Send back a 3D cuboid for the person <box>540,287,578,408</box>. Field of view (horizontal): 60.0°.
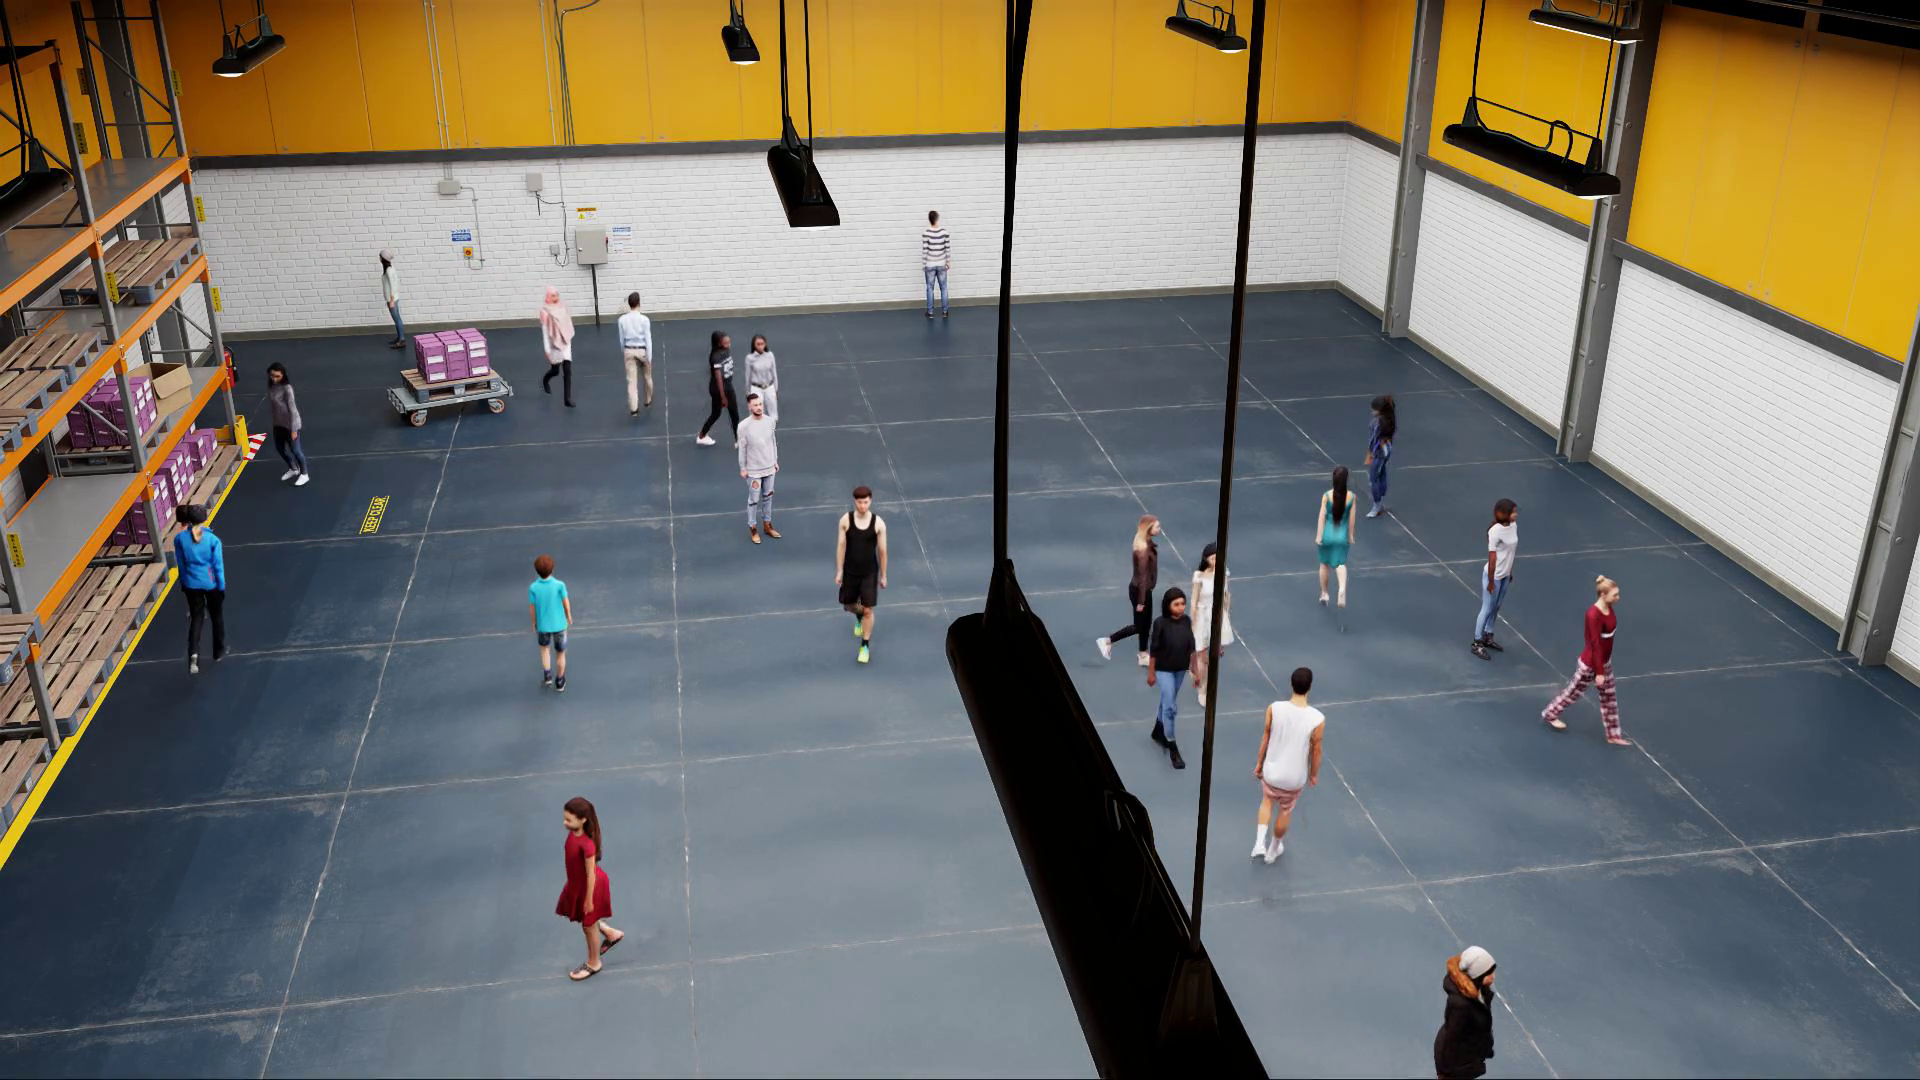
[{"bbox_3d":[-5.987,-2.870,24.611,1.130,1.783,0.990,21,31,40],"label":"person"}]

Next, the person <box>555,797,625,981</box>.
[{"bbox_3d":[-2.744,2.565,12.475,0.763,1.546,0.756,-14,27,-29],"label":"person"}]

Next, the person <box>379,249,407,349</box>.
[{"bbox_3d":[-9.328,-3.986,27.337,0.646,1.644,0.462,-7,24,-15],"label":"person"}]

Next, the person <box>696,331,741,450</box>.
[{"bbox_3d":[-3.333,-2.038,22.821,1.056,1.693,1.074,7,25,17],"label":"person"}]

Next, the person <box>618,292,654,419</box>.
[{"bbox_3d":[-4.701,-2.632,24.040,0.719,1.805,1.251,-1,24,-2],"label":"person"}]

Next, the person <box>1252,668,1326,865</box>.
[{"bbox_3d":[2.652,1.937,13.654,0.876,1.751,0.938,8,25,17],"label":"person"}]

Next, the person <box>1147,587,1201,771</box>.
[{"bbox_3d":[1.914,1.194,15.453,0.738,1.673,0.996,-11,26,-24],"label":"person"}]

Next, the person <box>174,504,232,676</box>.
[{"bbox_3d":[-7.697,0.526,16.855,0.727,1.774,1.092,-3,24,-7],"label":"person"}]

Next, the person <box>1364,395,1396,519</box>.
[{"bbox_3d":[5.269,-1.087,20.748,0.809,1.609,0.730,21,31,40],"label":"person"}]

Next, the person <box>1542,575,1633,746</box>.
[{"bbox_3d":[5.889,1.124,15.639,1.180,1.651,1.056,20,30,38],"label":"person"}]

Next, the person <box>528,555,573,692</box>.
[{"bbox_3d":[-4.067,0.850,16.535,0.535,1.436,0.563,-2,24,-5],"label":"person"}]

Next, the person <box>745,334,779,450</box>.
[{"bbox_3d":[-2.718,-2.003,22.715,0.643,1.714,0.667,-7,25,-17],"label":"person"}]

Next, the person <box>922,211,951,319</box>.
[{"bbox_3d":[-0.423,-4.803,28.950,0.641,1.850,0.500,-4,24,-10],"label":"person"}]

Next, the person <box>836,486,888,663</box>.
[{"bbox_3d":[-1.019,0.298,17.243,0.863,1.880,1.045,3,24,6],"label":"person"}]

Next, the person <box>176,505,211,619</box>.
[{"bbox_3d":[-8.353,0.219,18.135,0.608,1.311,0.513,5,24,12],"label":"person"}]

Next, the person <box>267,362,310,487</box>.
[{"bbox_3d":[-8.728,-1.520,21.629,0.798,1.699,0.831,19,30,36],"label":"person"}]

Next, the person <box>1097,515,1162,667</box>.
[{"bbox_3d":[1.770,0.531,16.945,0.856,1.691,0.938,3,24,7],"label":"person"}]

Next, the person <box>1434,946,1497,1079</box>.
[{"bbox_3d":[3.157,3.284,10.733,0.893,1.622,0.835,14,27,28],"label":"person"}]

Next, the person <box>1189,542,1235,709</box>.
[{"bbox_3d":[2.387,0.798,16.253,0.734,1.758,0.900,-7,25,-17],"label":"person"}]

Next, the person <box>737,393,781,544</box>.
[{"bbox_3d":[-2.418,-0.895,20.022,0.767,1.840,0.745,-17,29,-34],"label":"person"}]

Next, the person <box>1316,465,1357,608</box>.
[{"bbox_3d":[4.100,0.014,18.146,0.610,1.676,0.810,-1,24,-3],"label":"person"}]

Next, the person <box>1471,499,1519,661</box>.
[{"bbox_3d":[5.569,0.379,17.257,0.670,1.720,0.693,-21,31,-39],"label":"person"}]
